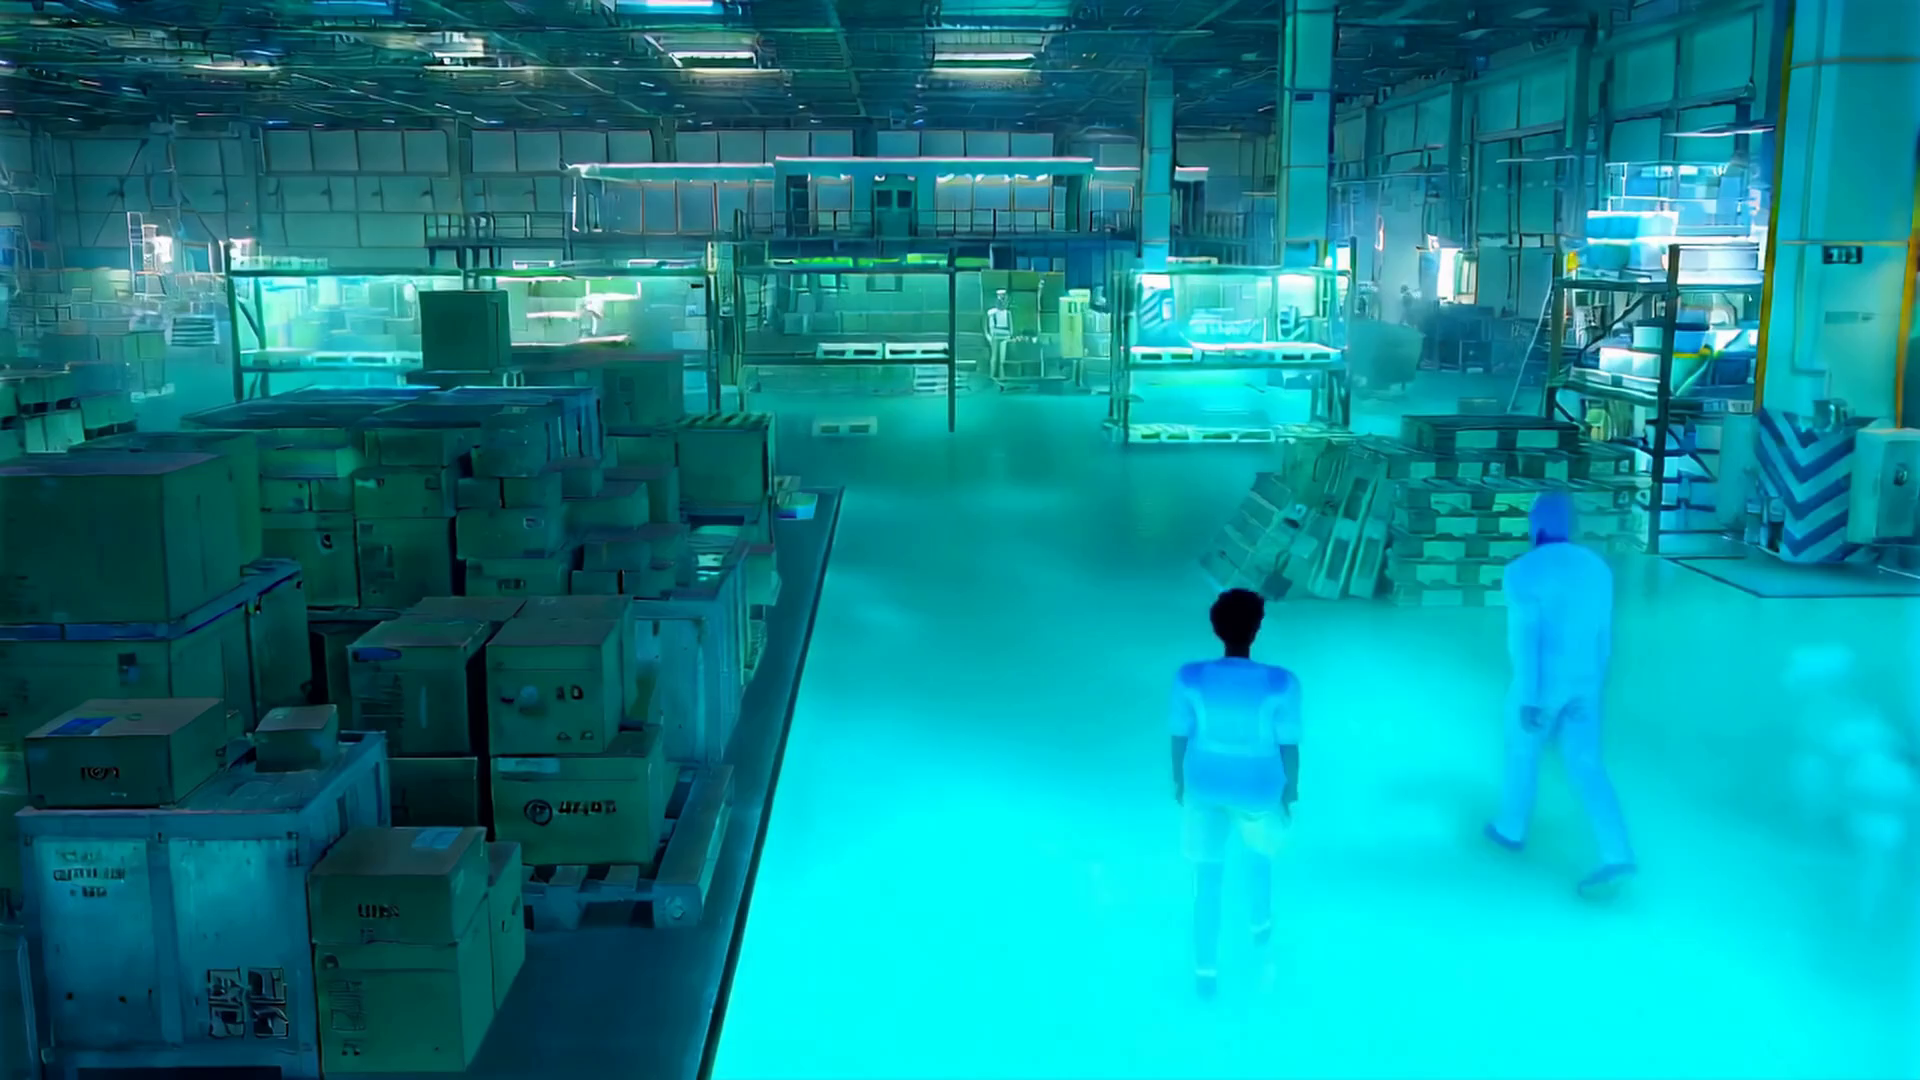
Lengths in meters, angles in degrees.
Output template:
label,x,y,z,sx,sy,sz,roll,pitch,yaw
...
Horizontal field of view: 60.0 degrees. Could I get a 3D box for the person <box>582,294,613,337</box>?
label,x,y,z,sx,sy,sz,roll,pitch,yaw
person,-7.182,-3.868,32.868,0.722,2.000,0.689,6,12,28

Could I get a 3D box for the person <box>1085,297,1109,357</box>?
label,x,y,z,sx,sy,sz,roll,pitch,yaw
person,2.826,-4.135,34.755,0.614,1.910,0.912,-9,13,-40

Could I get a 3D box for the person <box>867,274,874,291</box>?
label,x,y,z,sx,sy,sz,roll,pitch,yaw
person,-3.340,-8.492,58.959,0.542,1.928,0.399,-3,11,-18

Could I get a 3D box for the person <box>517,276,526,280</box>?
label,x,y,z,sx,sy,sz,roll,pitch,yaw
person,-14.003,-7.457,53.134,1.036,1.935,0.656,-9,13,-40

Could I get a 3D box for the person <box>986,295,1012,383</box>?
label,x,y,z,sx,sy,sz,roll,pitch,yaw
person,0.848,-4.334,35.904,0.584,1.882,0.348,-2,10,-12

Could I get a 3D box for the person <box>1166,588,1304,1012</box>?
label,x,y,z,sx,sy,sz,roll,pitch,yaw
person,1.114,1.007,6.778,0.556,1.642,0.886,3,10,14

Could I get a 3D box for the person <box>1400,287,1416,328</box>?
label,x,y,z,sx,sy,sz,roll,pitch,yaw
person,12.572,-6.158,46.335,0.641,1.798,0.866,-8,13,-39

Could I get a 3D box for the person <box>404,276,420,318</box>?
label,x,y,z,sx,sy,sz,roll,pitch,yaw
person,-20.023,-8.792,60.965,0.623,1.798,0.799,0,10,2

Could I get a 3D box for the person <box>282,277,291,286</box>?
label,x,y,z,sx,sy,sz,roll,pitch,yaw
person,-24.685,-8.772,61.038,0.484,1.736,0.305,-2,10,-10

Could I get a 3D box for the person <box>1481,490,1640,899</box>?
label,x,y,z,sx,sy,sz,roll,pitch,yaw
person,2.885,0.716,7.873,0.641,1.869,1.056,-3,11,-15

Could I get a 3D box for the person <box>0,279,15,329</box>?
label,x,y,z,sx,sy,sz,roll,pitch,yaw
person,-29.264,-7.028,50.840,0.633,1.905,0.560,-6,12,-32

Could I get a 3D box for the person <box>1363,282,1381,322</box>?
label,x,y,z,sx,sy,sz,roll,pitch,yaw
person,12.320,-6.791,49.694,0.525,1.848,0.752,4,11,22

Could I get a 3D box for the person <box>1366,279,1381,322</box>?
label,x,y,z,sx,sy,sz,roll,pitch,yaw
person,13.475,-7.635,54.519,0.938,1.798,0.524,-8,13,-36

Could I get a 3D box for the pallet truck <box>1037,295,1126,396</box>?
label,x,y,z,sx,sy,sz,roll,pitch,yaw
pallet truck,2.483,-3.881,33.060,1.885,1.965,0.823,-7,13,-36

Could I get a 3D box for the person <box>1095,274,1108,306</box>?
label,x,y,z,sx,sy,sz,roll,pitch,yaw
person,4.928,-8.299,57.934,0.393,1.910,0.584,-6,12,-31
